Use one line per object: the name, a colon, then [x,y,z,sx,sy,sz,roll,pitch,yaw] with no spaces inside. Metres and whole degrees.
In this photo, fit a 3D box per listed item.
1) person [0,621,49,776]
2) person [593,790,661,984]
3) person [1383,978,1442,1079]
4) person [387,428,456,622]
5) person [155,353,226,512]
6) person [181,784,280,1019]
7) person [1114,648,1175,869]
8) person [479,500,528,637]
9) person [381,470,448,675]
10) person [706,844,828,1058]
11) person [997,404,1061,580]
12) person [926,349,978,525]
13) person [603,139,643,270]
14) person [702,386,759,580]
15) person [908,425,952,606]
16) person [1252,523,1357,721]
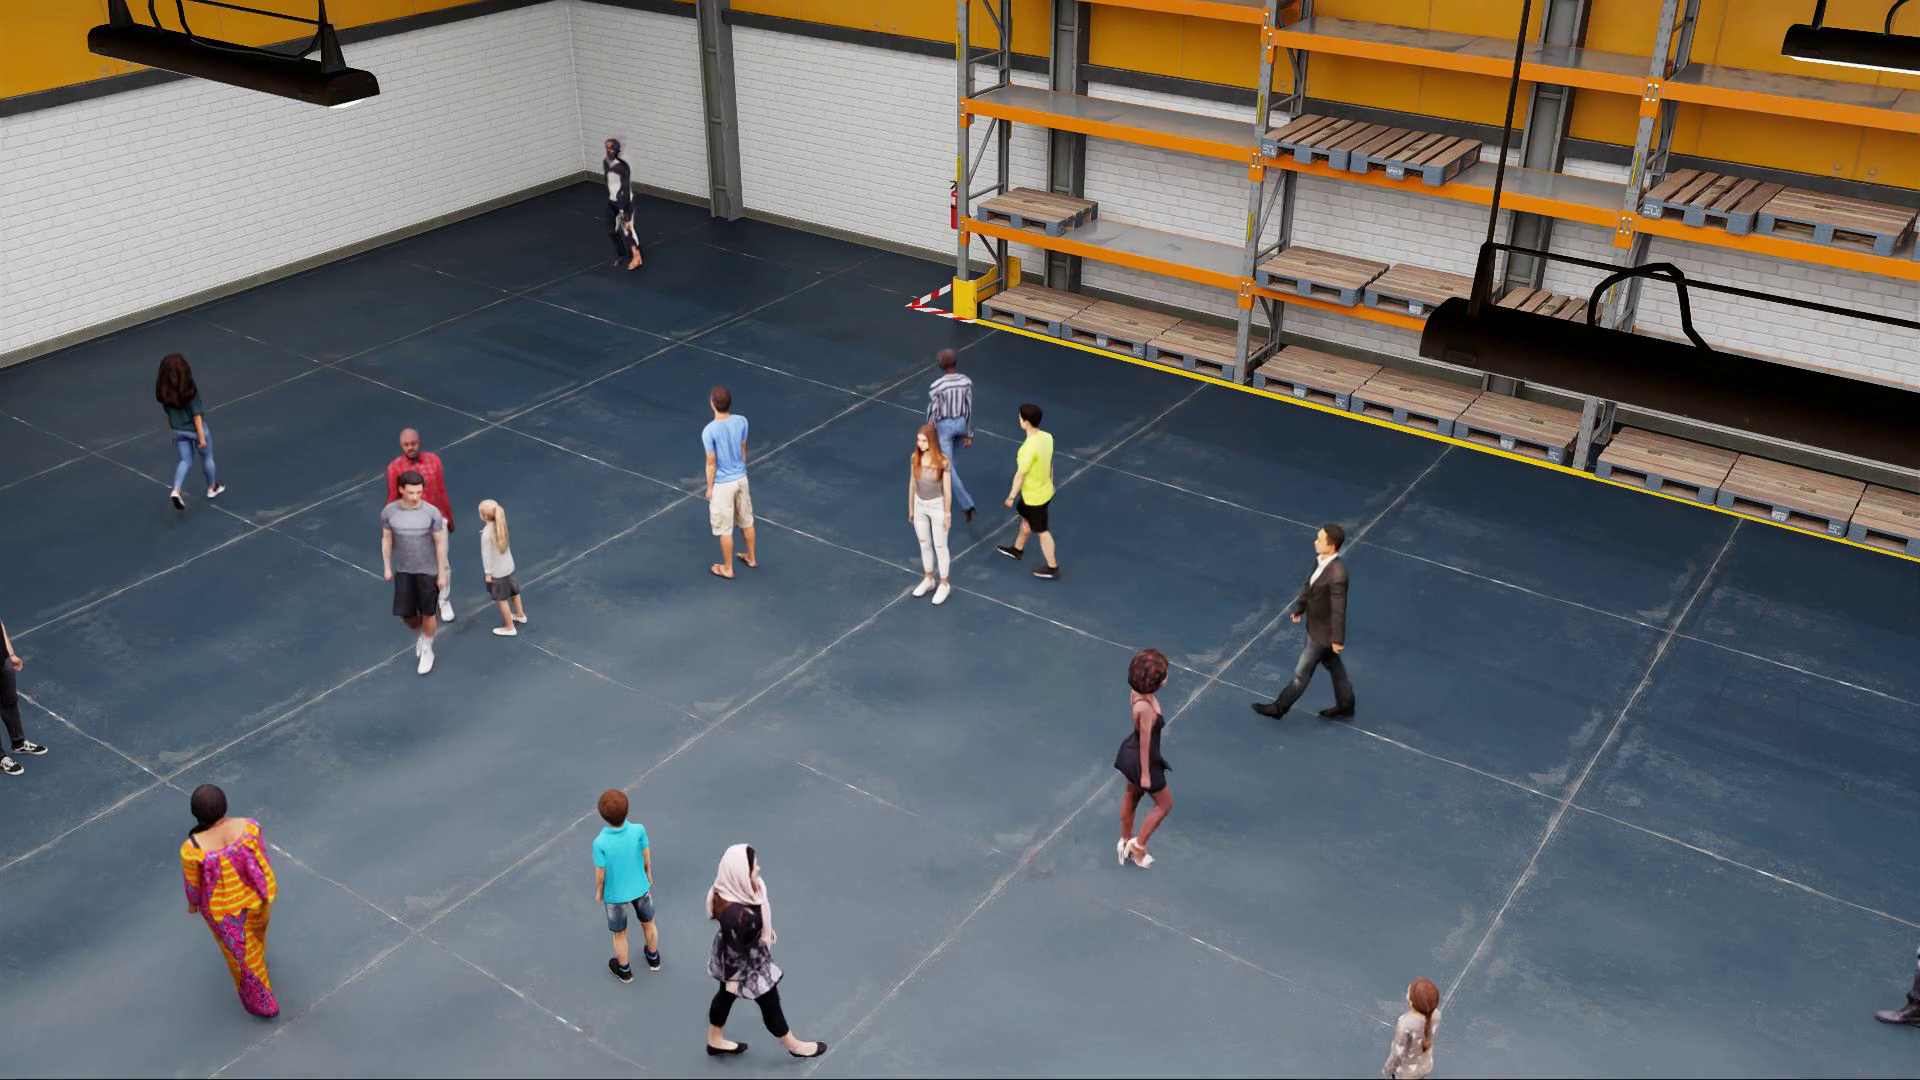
person: [-7.434,0.920,12.695,0.656,1.831,0.699,7,29,12]
person: [-2.152,2.217,10.715,0.588,1.449,0.595,-16,33,-27]
person: [2.596,2.992,9.561,0.547,1.194,0.574,-14,32,-24]
person: [-4.786,-0.213,14.812,1.061,1.792,1.217,-14,32,-24]
person: [-7.717,-1.048,16.550,1.018,1.593,0.909,5,29,9]
person: [-4.527,2.258,10.408,0.793,1.671,1.122,-25,37,-38]
person: [1.184,1.557,11.581,0.779,1.779,0.722,-2,29,-4]
person: [-4.013,0.232,14.542,0.596,1.268,0.567,8,30,14]
person: [-4.522,0.211,13.975,0.909,1.849,0.973,0,29,1]
person: [-1.407,2.507,10.023,1.080,1.603,0.998,-3,29,-5]
person: [0.782,-0.423,15.321,0.999,1.673,0.753,11,30,19]
person: [-0.053,-0.975,16.249,0.858,1.754,1.177,-19,34,-30]
person: [-4.612,-4.611,22.810,0.773,1.854,0.656,-23,36,-35]
person: [-2.130,-0.542,15.341,0.701,1.862,0.638,-24,37,-37]
person: [-0.250,-0.265,14.985,0.485,1.716,0.657,15,32,26]
person: [2.980,0.688,13.185,1.227,1.768,1.089,-1,29,-1]
